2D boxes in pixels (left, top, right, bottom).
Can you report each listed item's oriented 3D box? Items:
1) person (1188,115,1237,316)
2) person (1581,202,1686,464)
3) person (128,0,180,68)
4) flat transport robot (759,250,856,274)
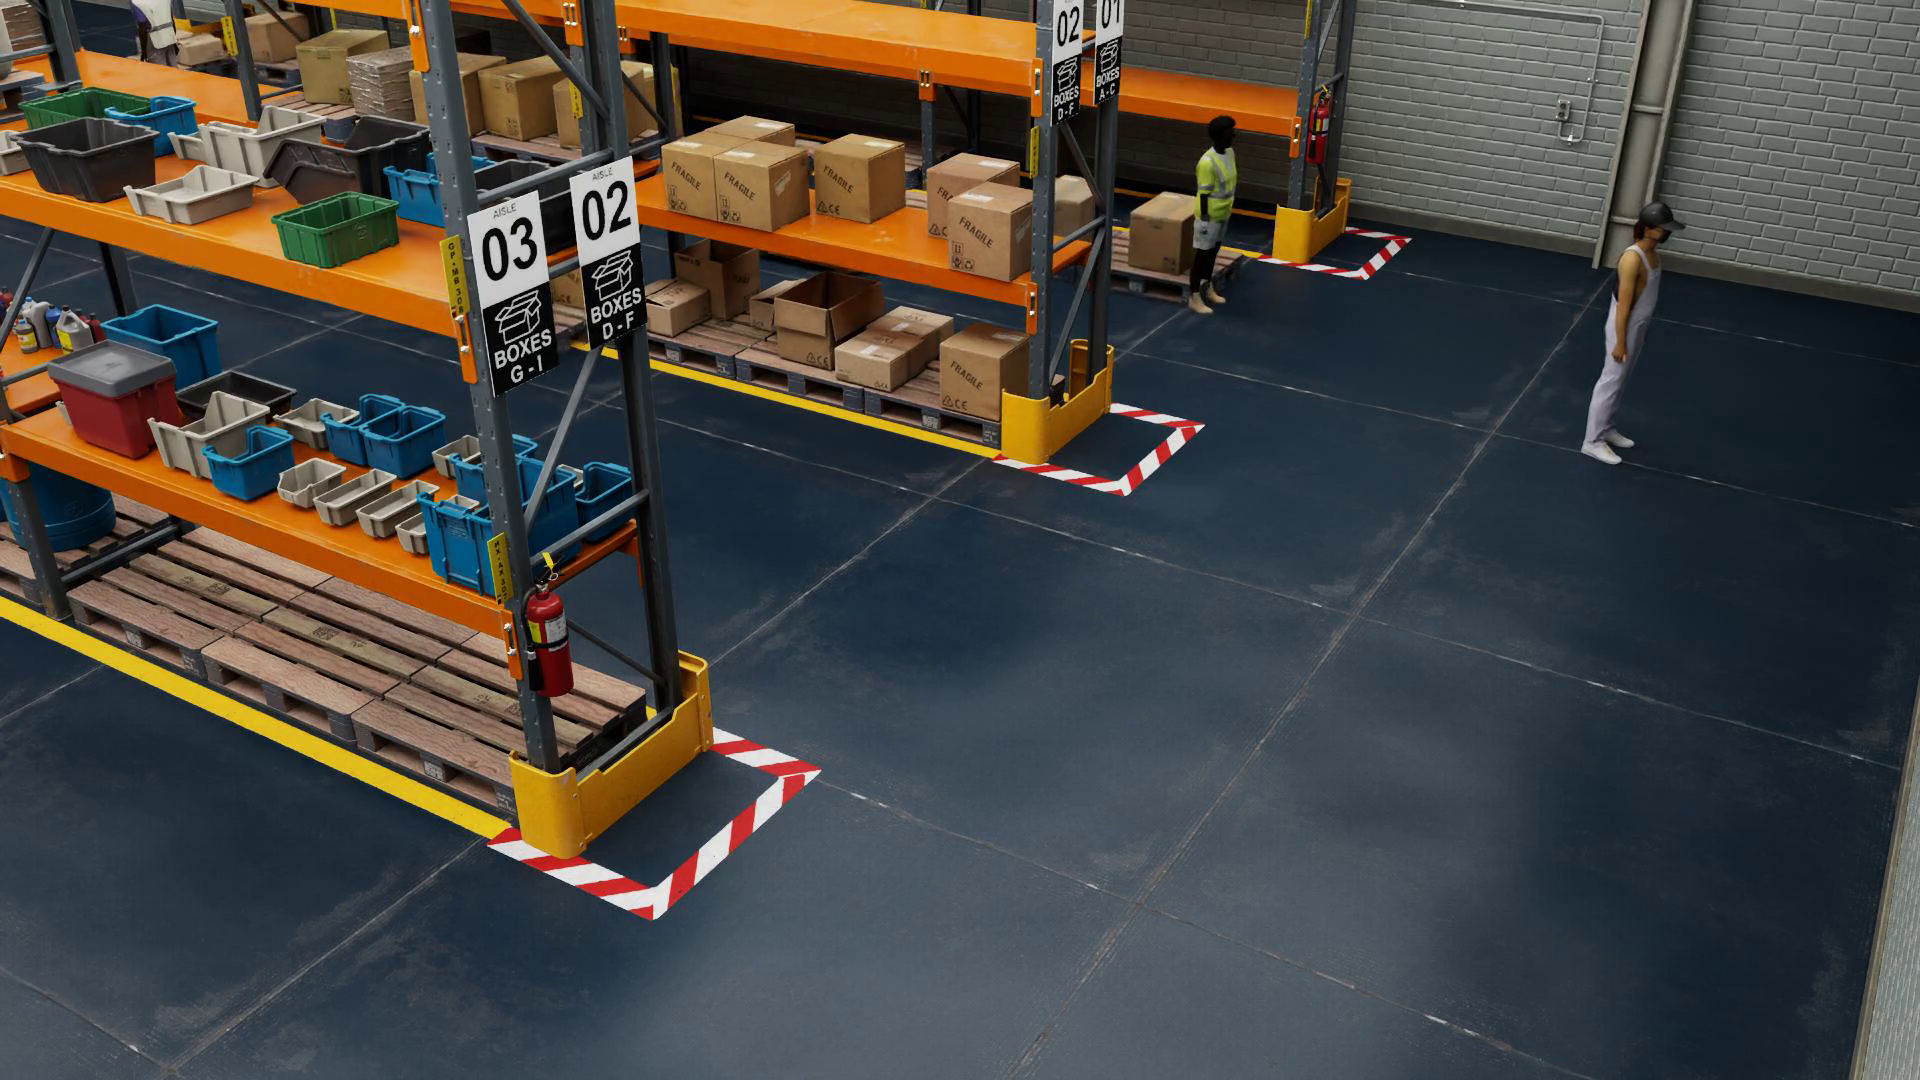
[{"bbox_3d":[2.161,-2.769,14.134,0.317,1.695,0.539,17,33,28],"label":"person"},{"bbox_3d":[4.707,-1.451,11.601,0.383,1.861,0.535,19,34,31],"label":"person"},{"bbox_3d":[-9.268,-5.718,19.274,0.375,1.843,0.569,9,30,16],"label":"person"},{"bbox_3d":[-1.445,-2.804,15.664,1.431,0.231,0.659,17,33,27],"label":"flat transport robot"}]
